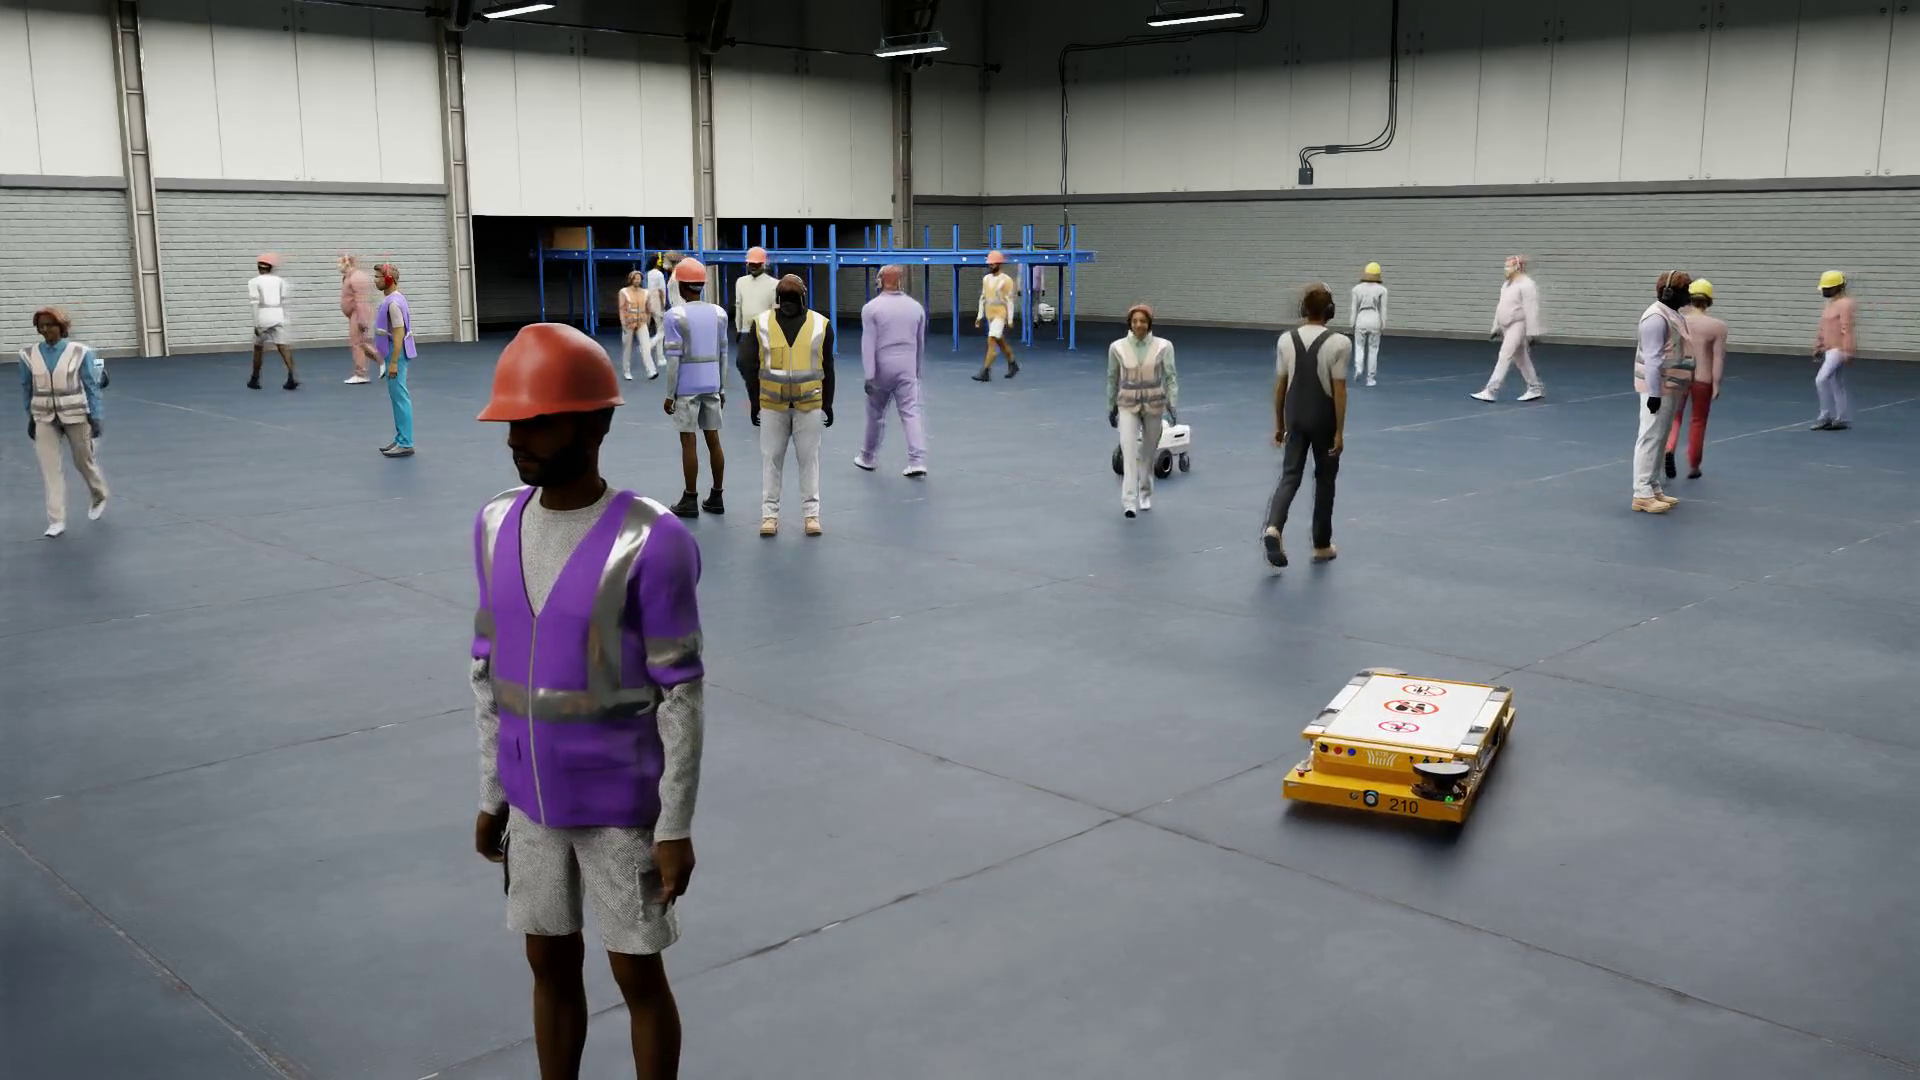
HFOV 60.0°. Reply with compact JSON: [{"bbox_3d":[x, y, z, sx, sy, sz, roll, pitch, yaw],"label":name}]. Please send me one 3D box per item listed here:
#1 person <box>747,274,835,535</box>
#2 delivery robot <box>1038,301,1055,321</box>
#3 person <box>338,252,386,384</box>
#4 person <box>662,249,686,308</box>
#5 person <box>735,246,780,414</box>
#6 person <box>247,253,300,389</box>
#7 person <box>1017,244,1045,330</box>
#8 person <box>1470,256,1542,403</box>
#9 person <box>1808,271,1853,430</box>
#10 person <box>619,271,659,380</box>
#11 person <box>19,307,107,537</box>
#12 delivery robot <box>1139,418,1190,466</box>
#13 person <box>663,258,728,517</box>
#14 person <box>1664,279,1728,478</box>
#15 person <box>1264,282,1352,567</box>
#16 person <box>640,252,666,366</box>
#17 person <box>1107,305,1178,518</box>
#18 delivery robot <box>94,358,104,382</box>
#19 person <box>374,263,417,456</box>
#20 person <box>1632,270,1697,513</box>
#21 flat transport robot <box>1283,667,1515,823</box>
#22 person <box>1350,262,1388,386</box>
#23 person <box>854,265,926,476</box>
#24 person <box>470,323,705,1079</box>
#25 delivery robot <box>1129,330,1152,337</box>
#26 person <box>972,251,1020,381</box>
[{"bbox_3d":[-1.194,-0.955,11.799,0.621,1.838,0.429,-1,10,-6],"label":"person"},{"bbox_3d":[1.993,-5.477,39.808,0.477,0.478,0.707,-4,11,-20],"label":"delivery robot"},{"bbox_3d":[-8.571,-3.198,23.919,0.628,1.880,0.661,-5,12,-26],"label":"person"},{"bbox_3d":[-3.824,-3.059,23.034,0.538,1.920,0.645,-1,10,-4],"label":"person"},{"bbox_3d":[-2.408,-2.482,19.736,0.643,1.972,0.462,4,11,21],"label":"person"},{"bbox_3d":[-9.517,-3.022,22.993,0.977,1.880,0.549,9,14,40],"label":"person"},{"bbox_3d":[1.585,-5.667,37.272,0.627,1.909,0.423,-1,10,-4],"label":"person"},{"bbox_3d":[7.036,-2.683,21.189,1.013,1.851,0.664,-1,10,-6],"label":"person"},{"bbox_3d":[9.428,-2.034,17.969,0.617,1.722,0.642,1,10,5],"label":"person"},{"bbox_3d":[-4.712,-3.111,24.218,0.519,1.591,0.884,-6,12,-30],"label":"person"},{"bbox_3d":[-6.443,-0.877,11.980,0.519,1.615,0.766,-2,11,-11],"label":"person"},{"bbox_3d":[1.757,-0.905,14.879,0.477,0.478,0.707,8,13,37],"label":"delivery robot"},{"bbox_3d":[-2.010,-1.157,12.608,0.545,1.942,0.349,-9,14,-42],"label":"person"},{"bbox_3d":[6.310,-1.381,14.388,0.528,1.746,0.737,6,12,31],"label":"person"},{"bbox_3d":[2.214,-0.728,10.610,0.516,1.823,0.839,7,12,33],"label":"person"},{"bbox_3d":[-4.959,-3.759,27.076,0.544,1.849,0.503,-8,13,-36],"label":"person"},{"bbox_3d":[1.378,-0.977,12.584,0.532,1.583,0.870,1,10,5],"label":"person"},{"bbox_3d":[-12.244,-2.390,22.974,0.707,0.478,0.477,0,10,-2],"label":"delivery robot"},{"bbox_3d":[-5.456,-1.746,16.080,0.389,1.846,0.567,-4,11,-23],"label":"person"},{"bbox_3d":[5.438,-1.150,12.843,0.429,1.842,0.629,7,13,35],"label":"person"},{"bbox_3d":[1.804,0.785,6.690,0.652,0.197,1.431,5,11,25],"label":"flat transport robot"},{"bbox_3d":[5.790,-3.054,23.527,0.515,1.731,0.360,5,11,24],"label":"person"},{"bbox_3d":[-0.604,-1.501,14.766,0.653,1.847,1.016,-5,12,-27],"label":"person"},{"bbox_3d":[-0.790,0.525,3.446,0.545,1.939,0.374,5,12,26],"label":"person"},{"bbox_3d":[3.331,-3.806,30.696,0.477,0.478,0.707,3,11,16],"label":"delivery robot"},{"bbox_3d":[0.573,-3.304,24.476,1.019,1.897,0.541,-9,13,-39],"label":"person"}]
